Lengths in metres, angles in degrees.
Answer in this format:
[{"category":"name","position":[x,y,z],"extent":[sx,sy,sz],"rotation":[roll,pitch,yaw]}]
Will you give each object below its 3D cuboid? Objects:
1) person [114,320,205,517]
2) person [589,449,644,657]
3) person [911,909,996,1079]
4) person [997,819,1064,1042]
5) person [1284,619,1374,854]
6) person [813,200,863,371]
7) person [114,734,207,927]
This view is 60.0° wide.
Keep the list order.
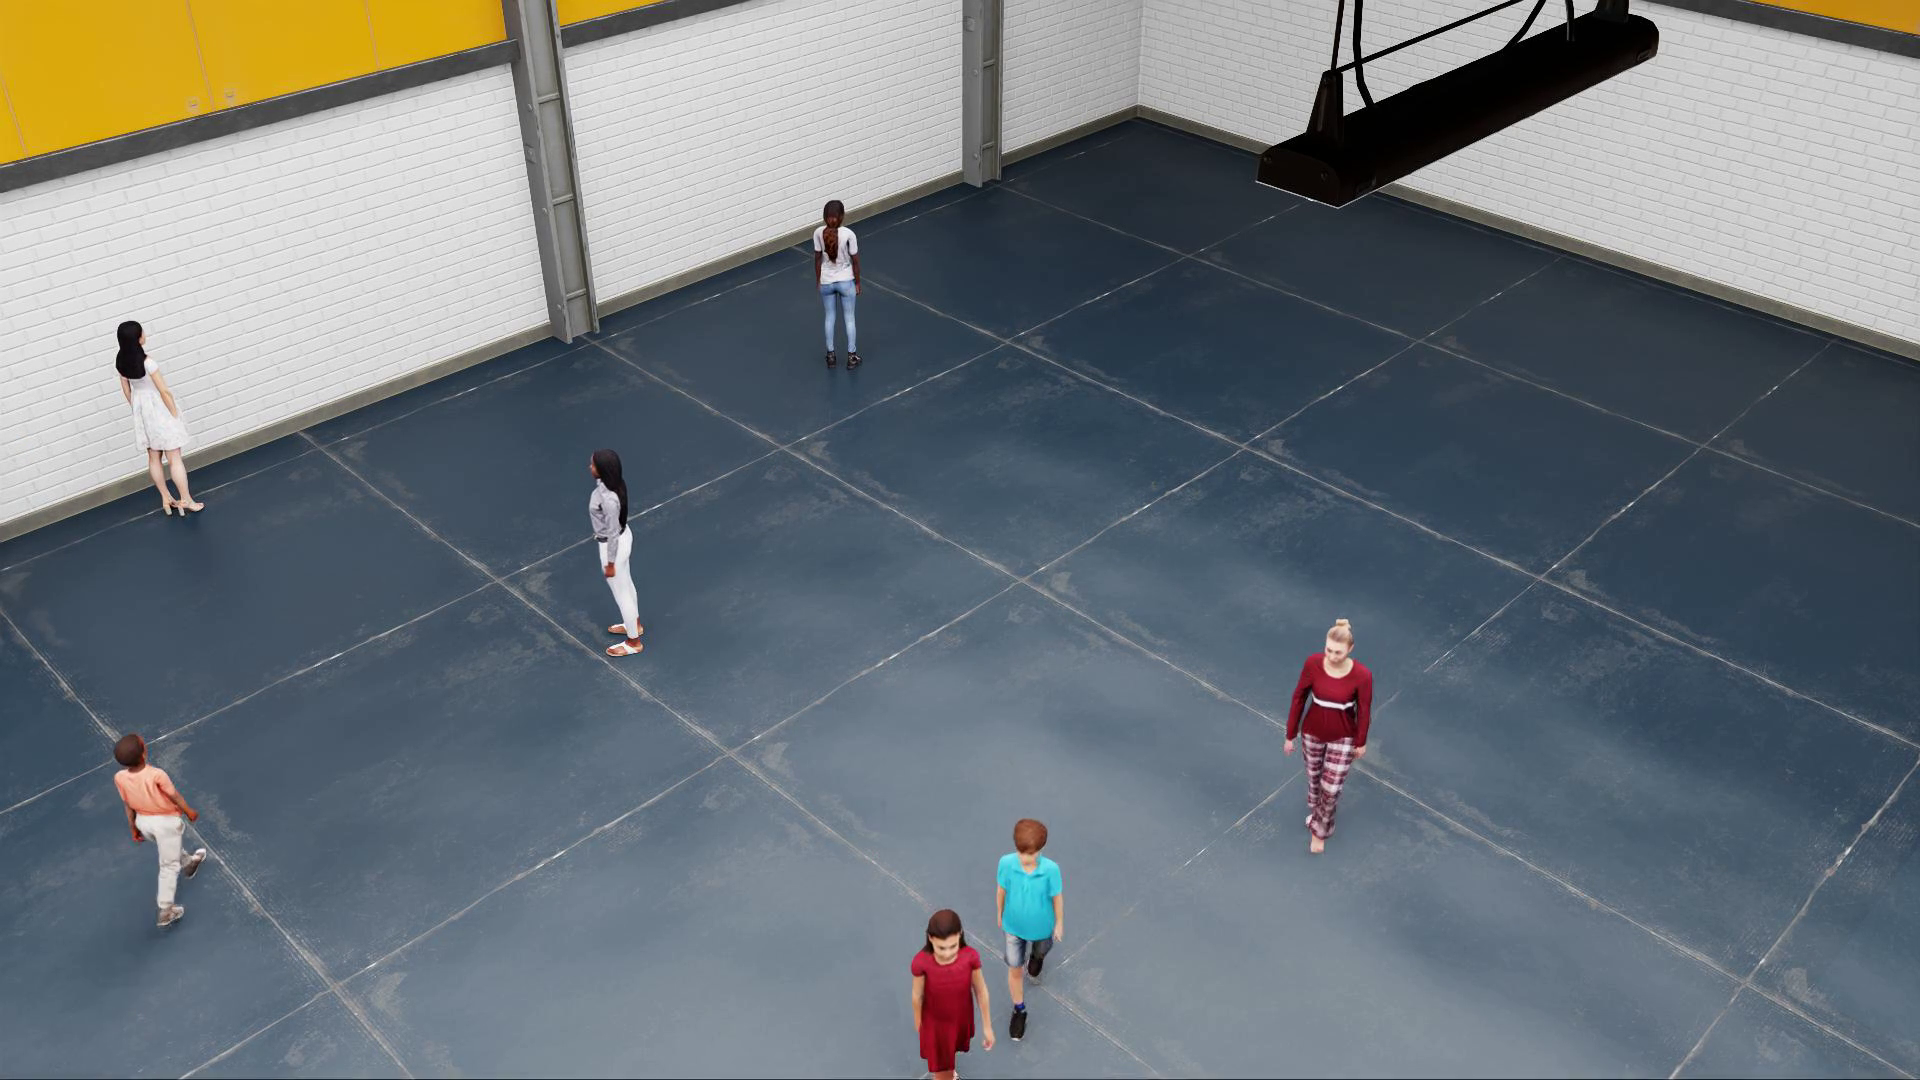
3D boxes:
[{"category":"person","position":[-6.717,-1.015,13.889],"extent":[0.763,1.773,0.790],"rotation":[9,35,14]},{"category":"person","position":[-2.549,0.068,12.303],"extent":[0.714,1.725,0.678],"rotation":[-3,34,-5]},{"category":"person","position":[-0.072,2.477,8.872],"extent":[1.030,1.510,0.948],"rotation":[-8,35,-12]},{"category":"person","position":[0.405,2.111,9.500],"extent":[0.869,1.426,0.995],"rotation":[4,34,6]},{"category":"person","position":[2.383,1.192,10.651],"extent":[0.765,1.682,0.831],"rotation":[15,37,22]},{"category":"person","position":[-1.192,-2.486,16.151],"extent":[0.662,1.719,0.690],"rotation":[5,34,7]},{"category":"person","position":[-4.910,1.761,10.145],"extent":[0.809,1.293,0.950],"rotation":[5,34,7]}]
